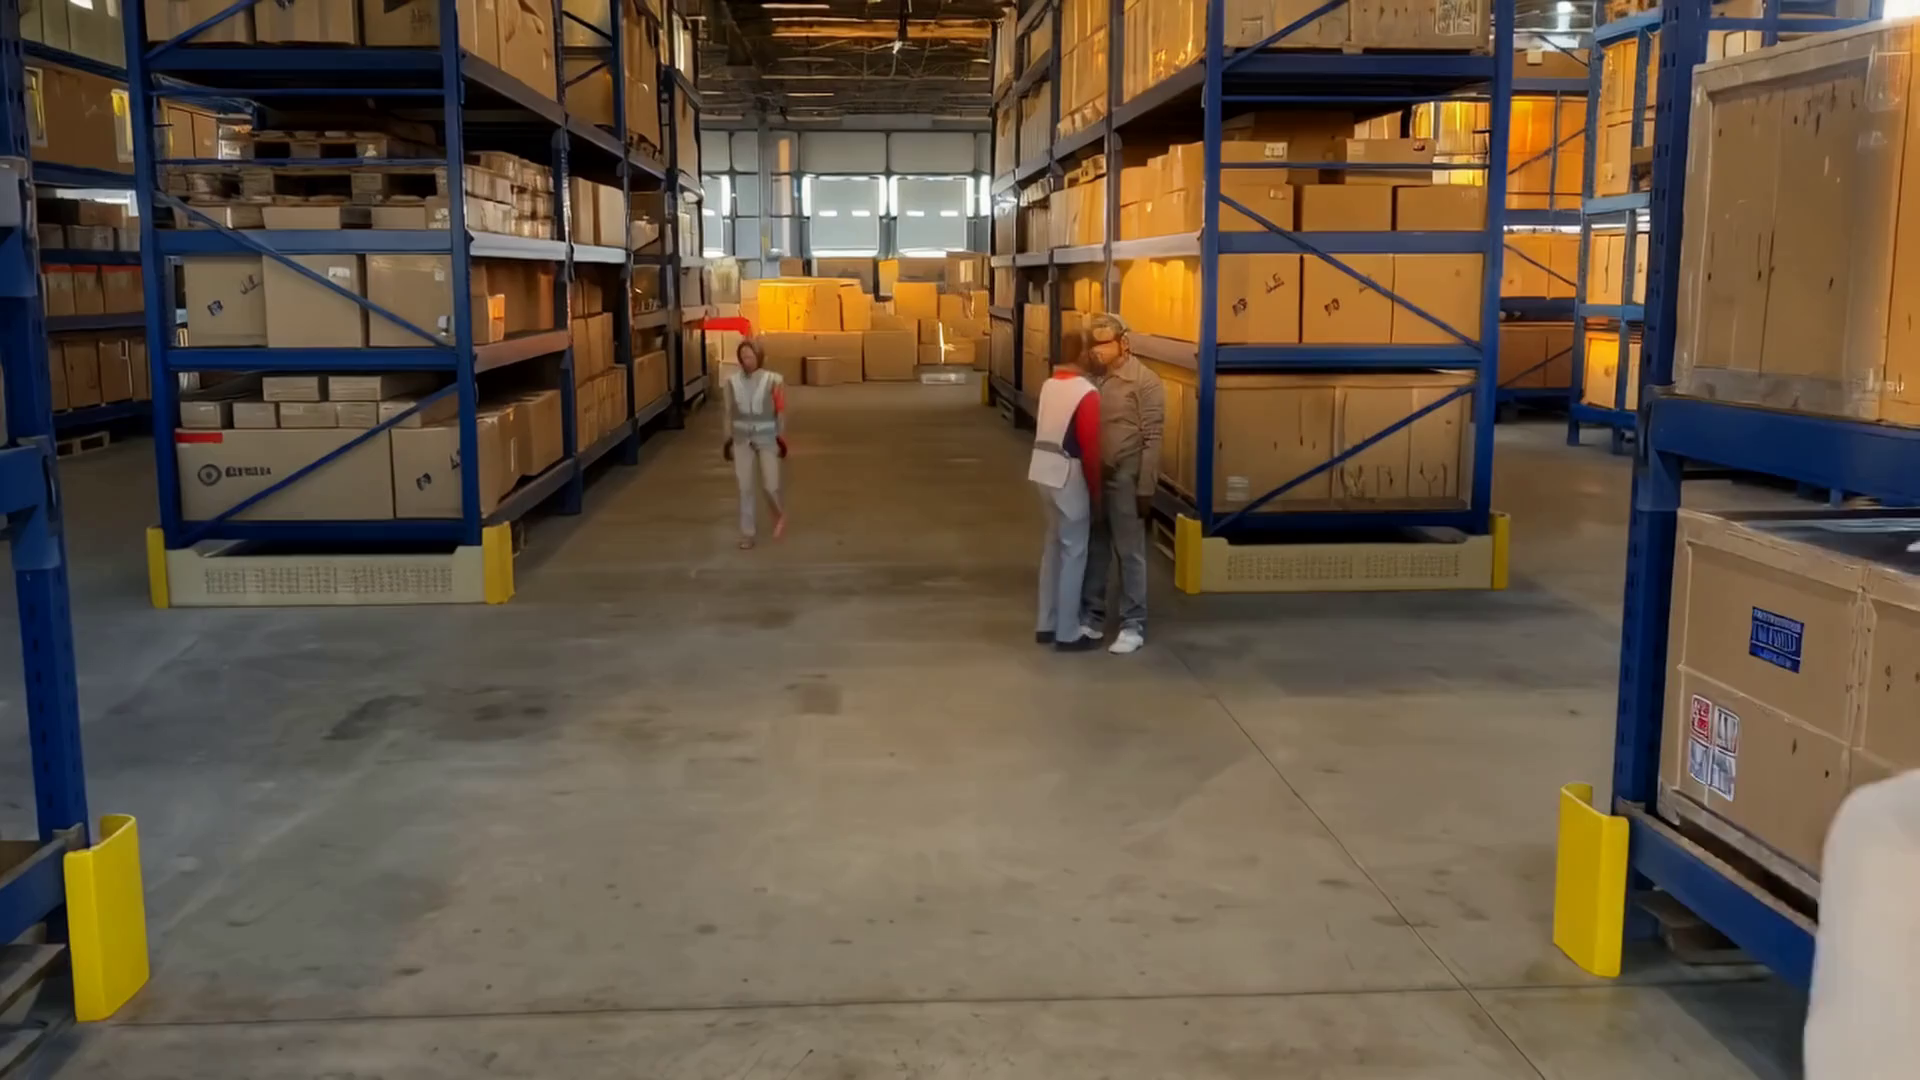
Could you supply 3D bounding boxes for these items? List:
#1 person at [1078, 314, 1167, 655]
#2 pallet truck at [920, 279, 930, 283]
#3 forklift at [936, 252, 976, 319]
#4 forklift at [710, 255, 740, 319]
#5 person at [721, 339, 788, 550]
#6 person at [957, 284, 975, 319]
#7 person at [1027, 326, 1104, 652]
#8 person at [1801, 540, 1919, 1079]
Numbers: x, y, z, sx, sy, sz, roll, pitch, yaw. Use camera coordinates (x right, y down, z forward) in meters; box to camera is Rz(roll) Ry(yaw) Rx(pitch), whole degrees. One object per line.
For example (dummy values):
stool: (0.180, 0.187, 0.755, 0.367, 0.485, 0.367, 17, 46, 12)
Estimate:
person: (0.835, -0.315, 9.378, 0.638, 1.903, 0.408, 9, 13, 44)
pallet truck: (-0.932, -8.922, 63.114, 1.885, 1.965, 0.823, 2, 9, 13)
forklift: (0.018, -7.528, 51.600, 1.129, 2.768, 1.873, -4, 10, -23)
forklift: (-8.366, -8.713, 59.037, 1.129, 2.768, 1.873, -1, 9, -4)
person: (-1.596, -0.754, 12.957, 0.537, 1.625, 0.467, 1, 9, 5)
person: (0.101, -6.411, 47.751, 0.626, 1.890, 1.009, -8, 12, -40)
person: (0.617, -0.282, 9.386, 0.417, 1.832, 0.594, -4, 10, -24)
person: (1.186, 0.846, 1.831, 0.625, 1.976, 0.508, -2, 9, -9)
